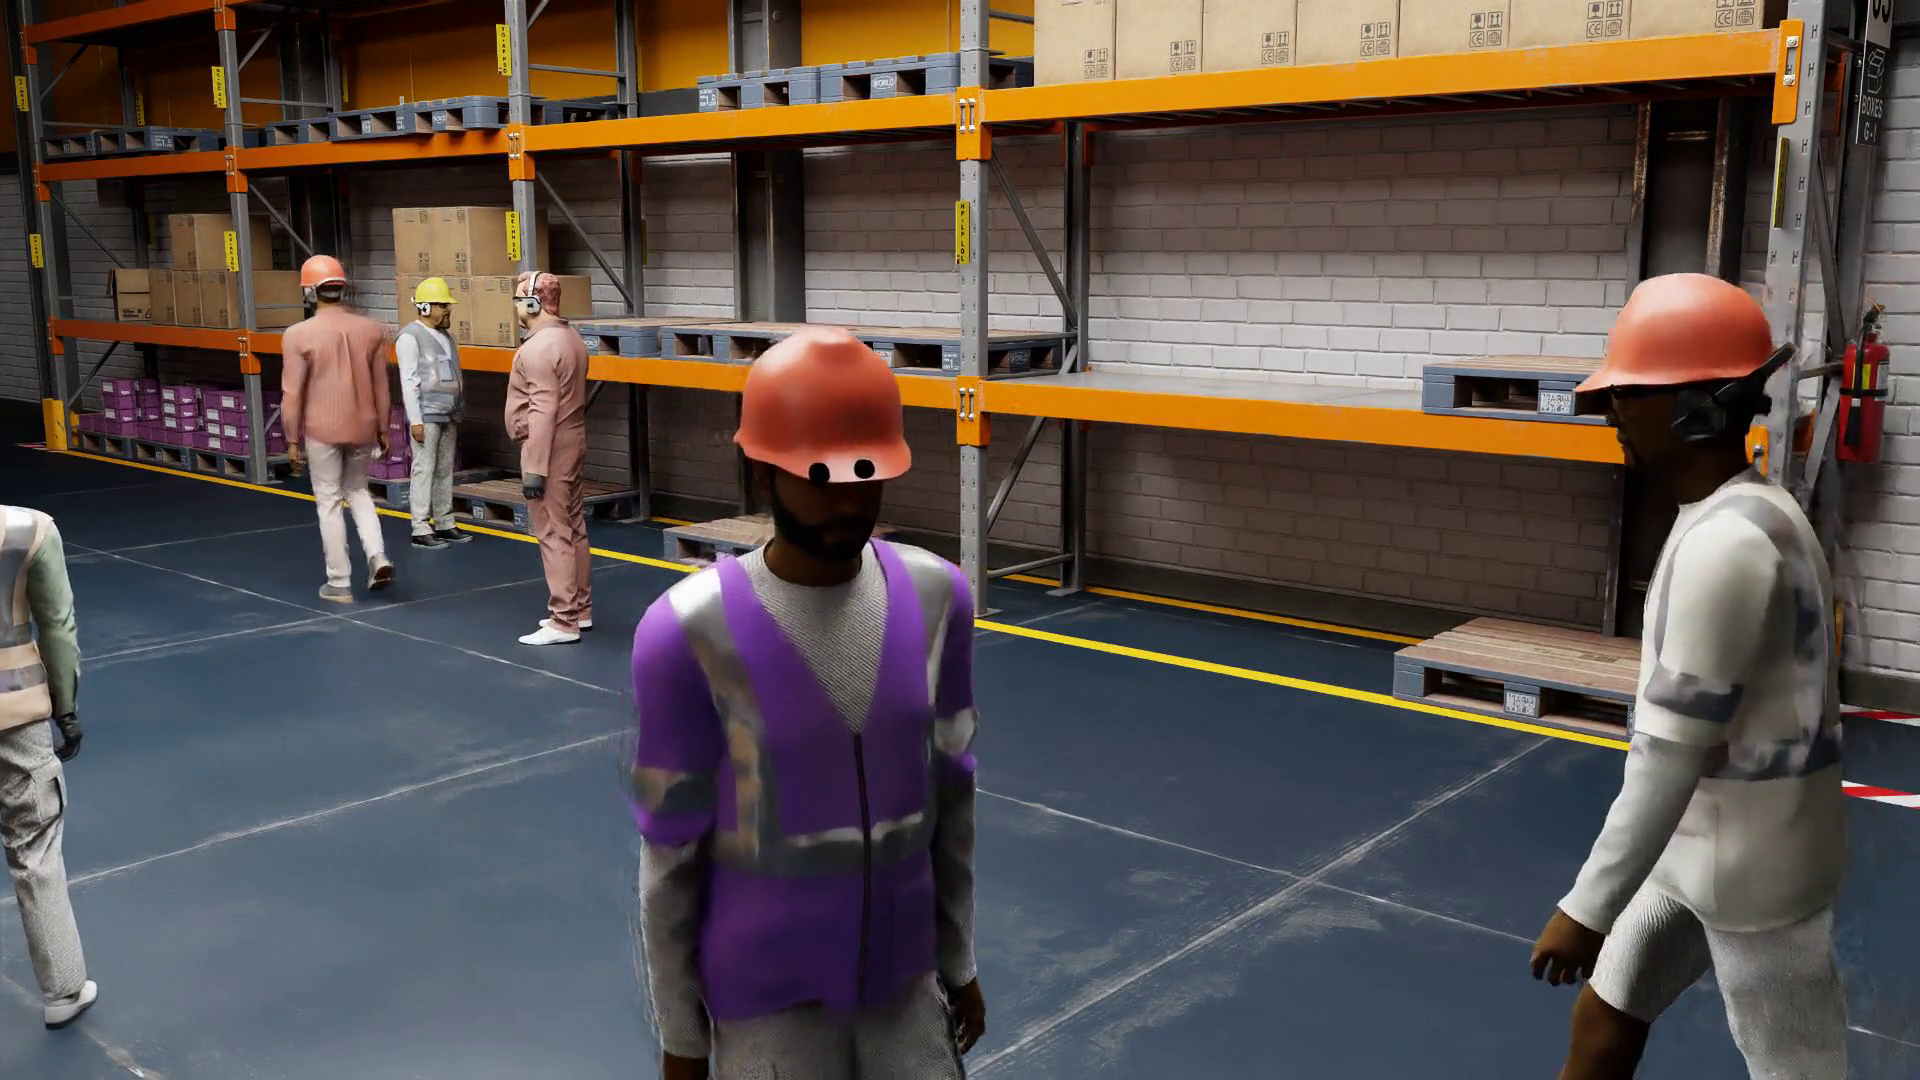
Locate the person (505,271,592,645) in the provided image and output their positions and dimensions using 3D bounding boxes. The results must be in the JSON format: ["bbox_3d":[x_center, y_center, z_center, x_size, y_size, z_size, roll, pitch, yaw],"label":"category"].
[{"bbox_3d":[-2.121,-0.416,8.535,0.401,1.906,0.651,1,10,3],"label":"person"}]

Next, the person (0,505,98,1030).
[{"bbox_3d":[-2.511,0.473,4.225,0.515,1.640,0.315,-4,11,-22],"label":"person"}]

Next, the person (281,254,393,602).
[{"bbox_3d":[-3.545,-0.619,9.459,0.441,1.984,0.638,9,13,40],"label":"person"}]

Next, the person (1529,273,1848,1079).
[{"bbox_3d":[1.284,0.543,2.884,1.060,1.981,0.610,4,11,20],"label":"person"}]

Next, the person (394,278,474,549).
[{"bbox_3d":[-3.556,-0.856,11.283,0.403,1.827,0.595,3,10,15],"label":"person"}]

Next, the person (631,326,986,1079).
[{"bbox_3d":[-0.242,0.627,2.555,0.546,1.916,0.576,-6,12,-31],"label":"person"}]
